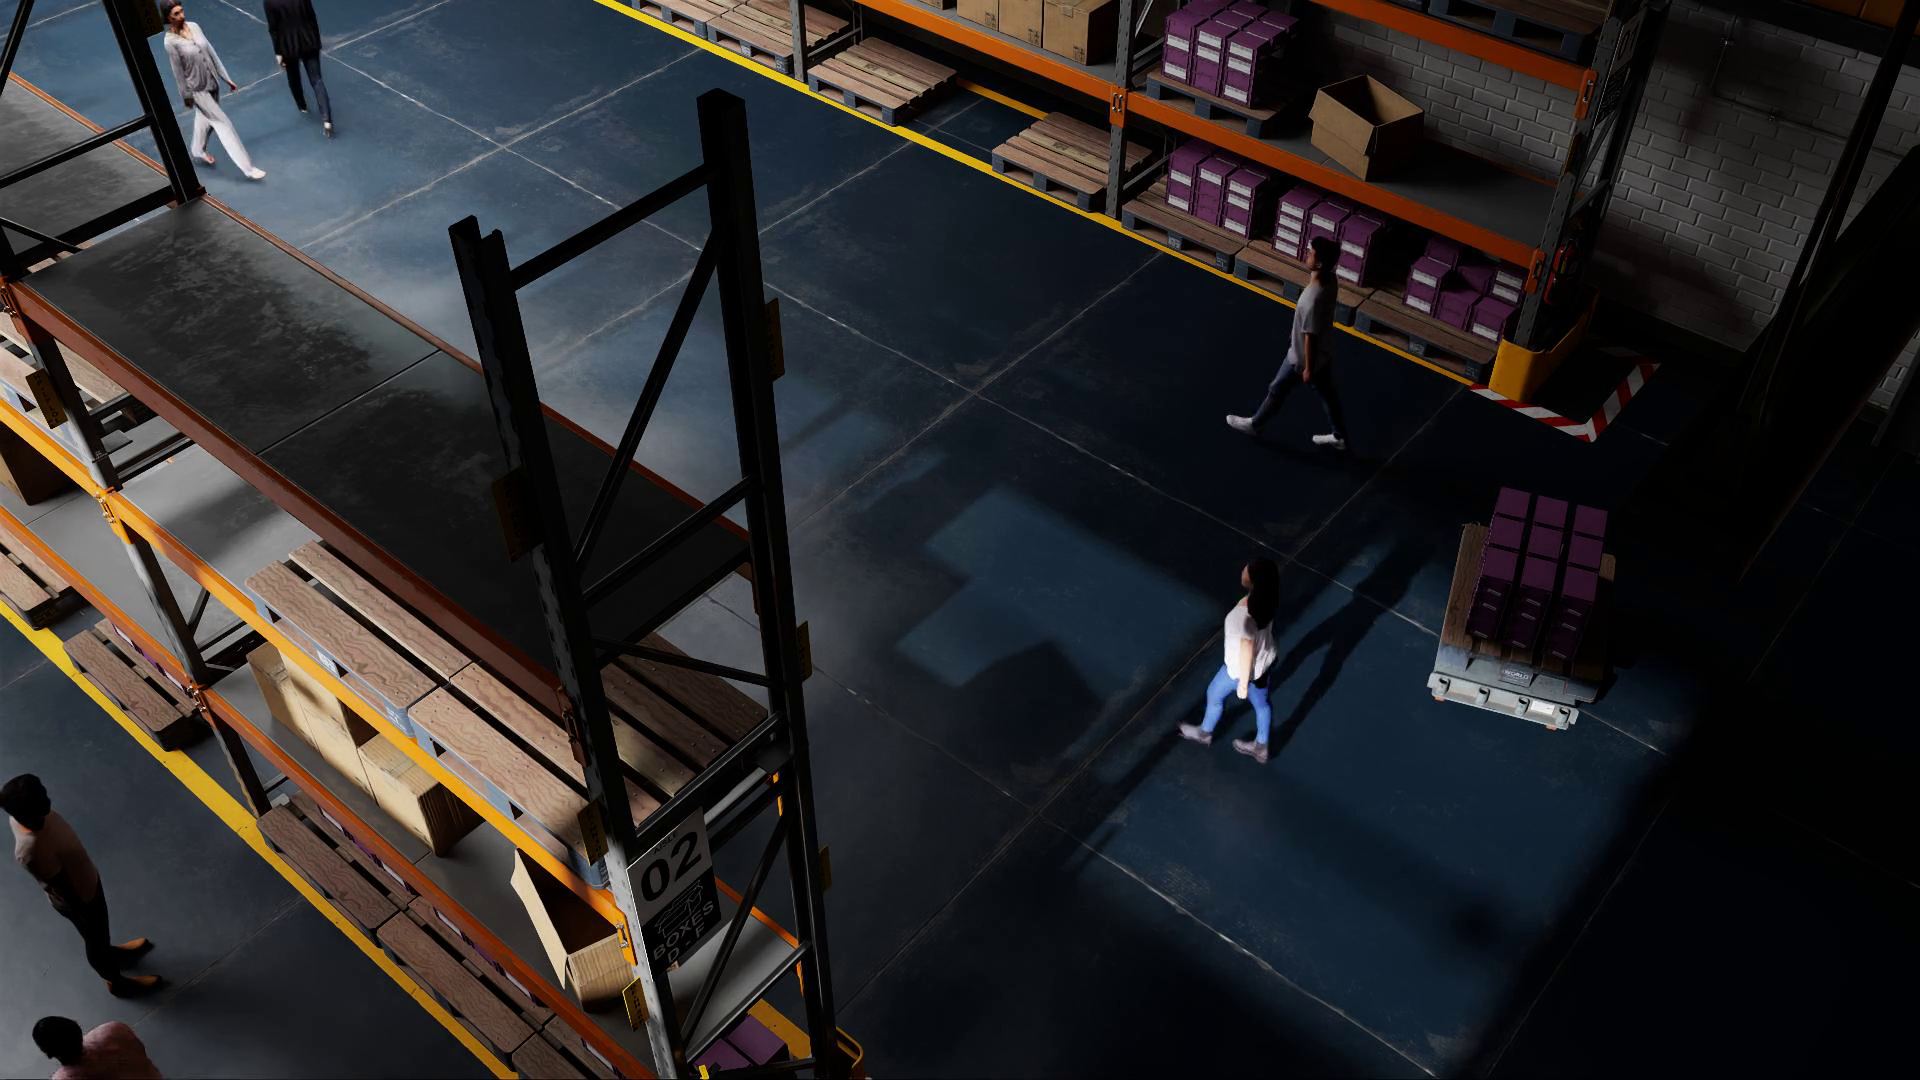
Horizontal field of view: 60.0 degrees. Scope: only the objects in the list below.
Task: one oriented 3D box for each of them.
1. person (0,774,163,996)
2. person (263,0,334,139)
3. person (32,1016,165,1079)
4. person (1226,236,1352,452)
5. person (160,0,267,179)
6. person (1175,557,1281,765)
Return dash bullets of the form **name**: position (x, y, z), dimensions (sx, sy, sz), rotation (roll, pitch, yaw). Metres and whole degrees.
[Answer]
- **person**: position (-4.840, 1.877, 9.053), dimensions (0.730, 1.712, 0.580), rotation (-22, 48, -21)
- **person**: position (-6.433, -4.723, 16.162), dimensions (1.012, 1.750, 1.206), rotation (-19, 47, -19)
- **person**: position (-3.993, 2.824, 8.046), dimensions (0.924, 1.730, 0.826), rotation (15, 46, 16)
- **person**: position (2.693, -1.386, 12.387), dimensions (1.277, 1.838, 0.899), rotation (18, 47, 18)
- **person**: position (-7.087, -4.199, 15.418), dimensions (1.179, 1.731, 0.874), rotation (13, 45, 13)
- **person**: position (1.853, 0.810, 10.210), dimensions (0.866, 1.662, 0.673), rotation (26, 49, 25)
